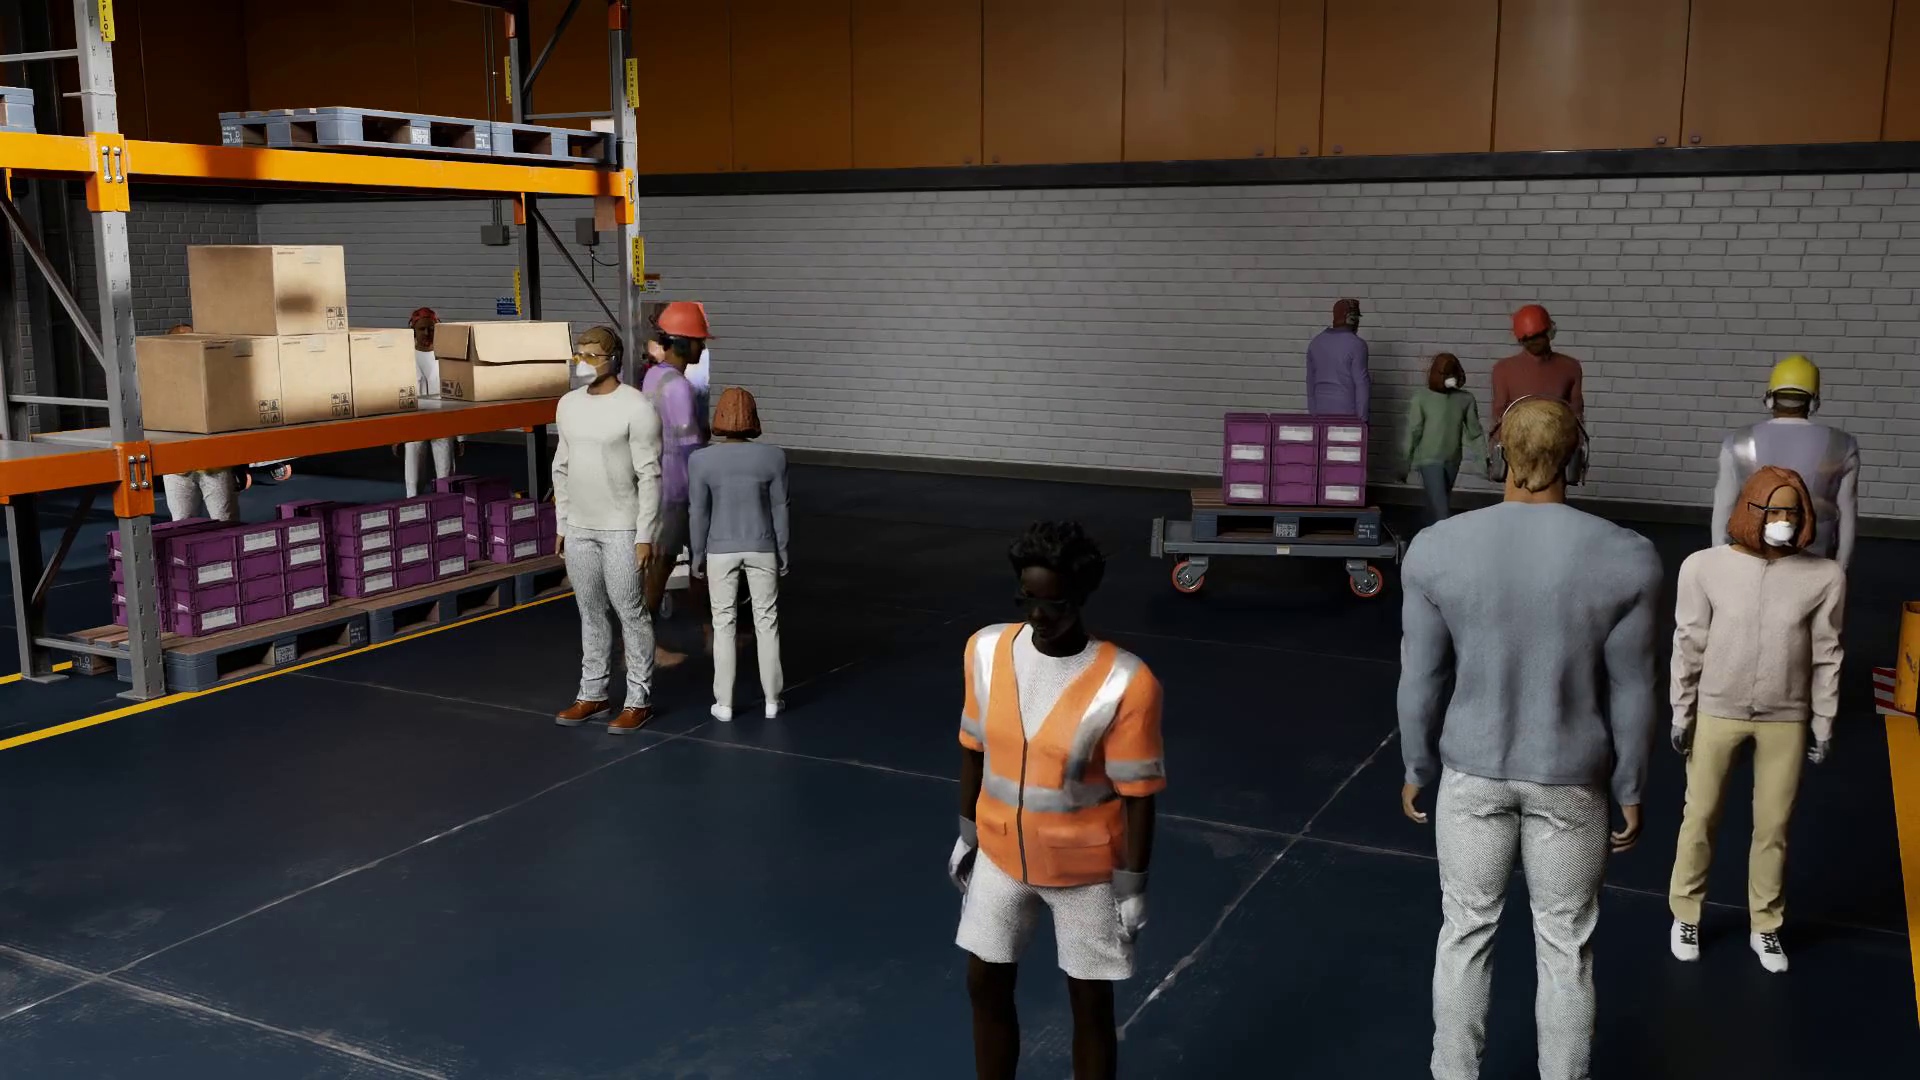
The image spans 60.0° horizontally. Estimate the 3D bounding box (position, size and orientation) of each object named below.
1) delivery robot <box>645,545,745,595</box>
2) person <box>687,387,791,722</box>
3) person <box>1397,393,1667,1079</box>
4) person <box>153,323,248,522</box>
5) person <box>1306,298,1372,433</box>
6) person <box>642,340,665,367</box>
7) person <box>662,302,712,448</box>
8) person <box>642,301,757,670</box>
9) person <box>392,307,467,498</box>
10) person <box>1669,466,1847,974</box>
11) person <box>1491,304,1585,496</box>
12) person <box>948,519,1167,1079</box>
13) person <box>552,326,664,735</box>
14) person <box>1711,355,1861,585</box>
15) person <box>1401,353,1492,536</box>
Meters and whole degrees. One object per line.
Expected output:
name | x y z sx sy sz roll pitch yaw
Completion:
delivery robot | -1.706 0.138 10.601 0.707 0.478 0.477 -5 11 -25
person | -1.070 0.074 8.120 0.497 1.634 0.279 -2 10 -10
person | 1.418 0.600 4.203 0.627 1.938 0.372 4 11 22
person | -4.891 -0.466 10.680 0.629 1.837 0.429 -1 10 -5
person | 3.187 -1.055 13.880 0.403 1.904 0.651 -6 12 -32
person | -2.402 -0.758 13.026 0.799 1.594 0.537 7 12 35
person | -2.286 -0.961 13.396 0.517 1.900 0.684 9 13 42
person | -1.441 -0.288 9.107 0.855 2.011 0.628 -3 10 -19
person | -3.991 -0.803 12.516 0.568 1.878 0.352 -3 10 -19
person | 2.514 0.570 5.285 0.498 1.629 0.289 3 10 16
person | 3.832 -0.605 11.146 0.623 1.954 0.796 0 10 -1
person | 0.219 0.771 3.951 0.562 1.682 0.360 6 12 31
person | -1.690 -0.046 7.939 0.630 1.940 0.372 5 11 29
person | 3.803 0.057 7.687 0.605 1.814 0.434 5 11 27
person | 3.444 -0.526 11.732 0.605 1.568 0.858 -3 10 -17
